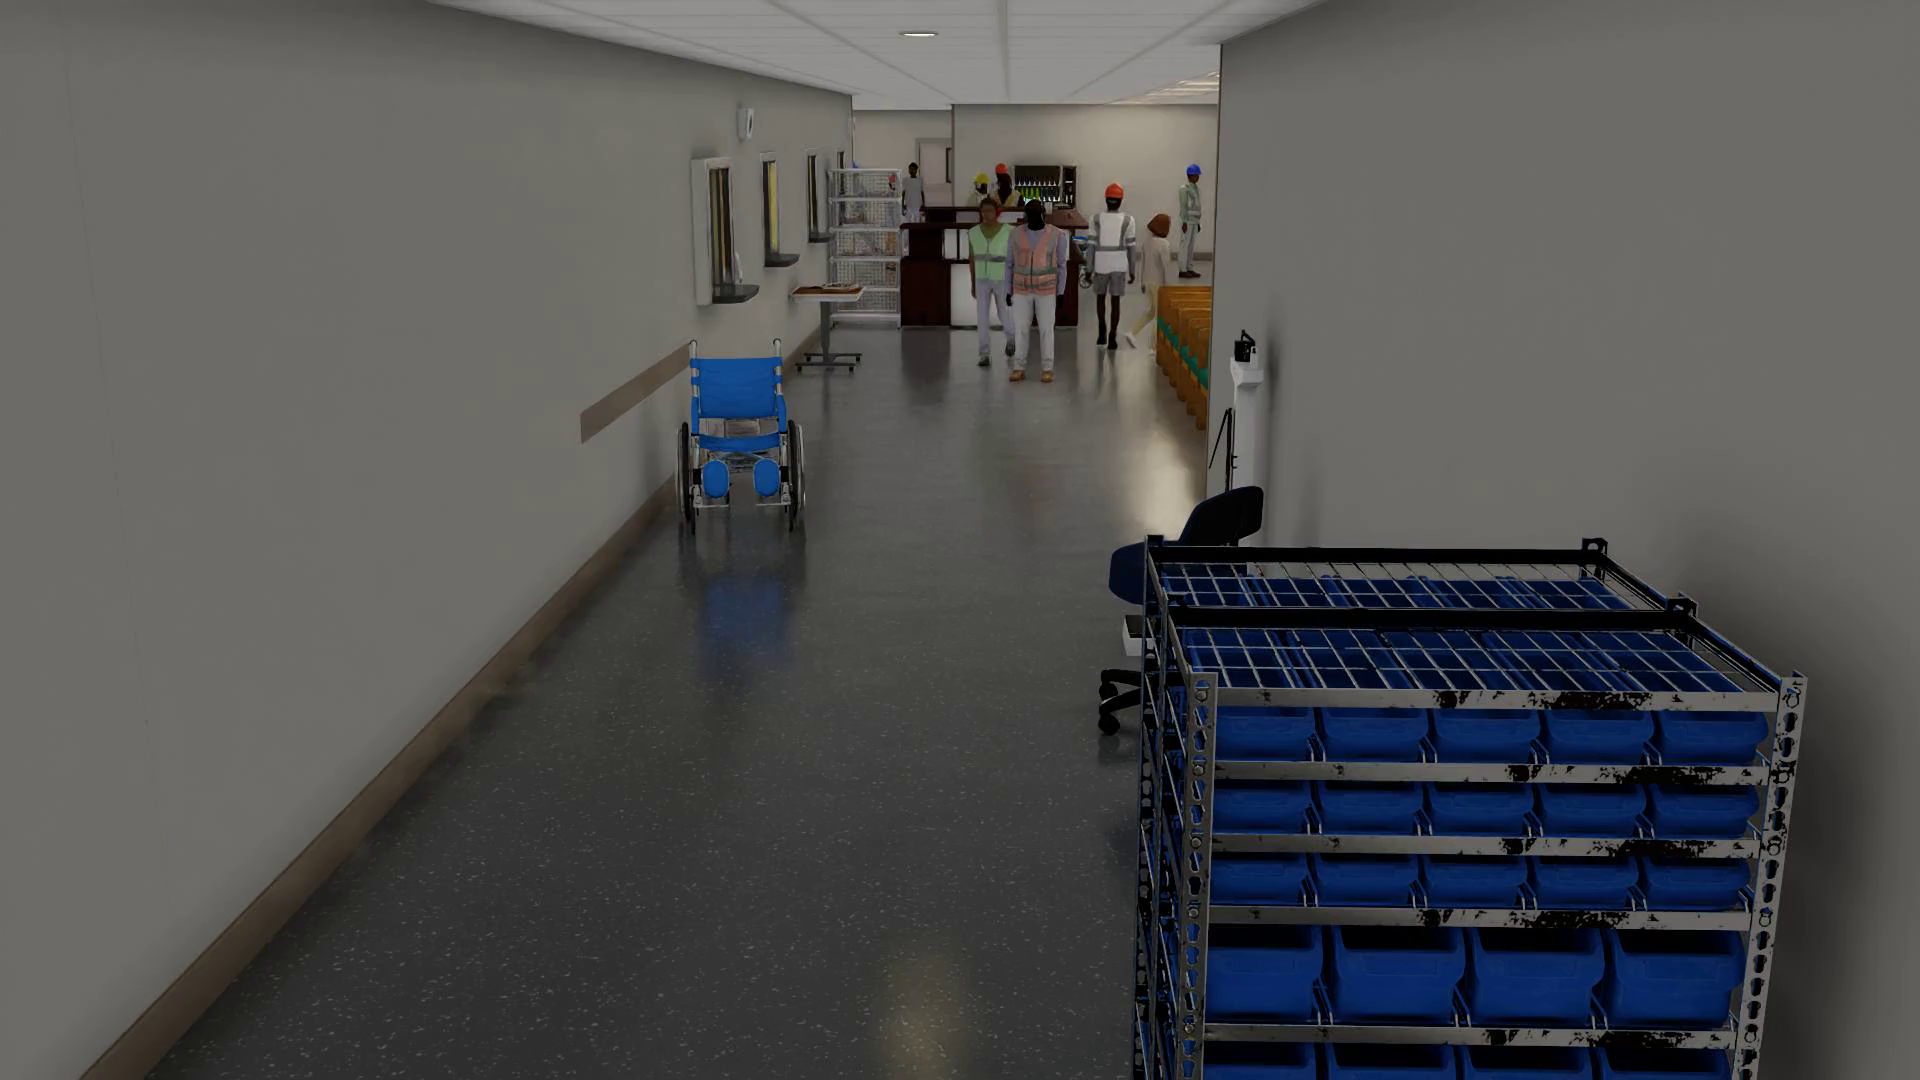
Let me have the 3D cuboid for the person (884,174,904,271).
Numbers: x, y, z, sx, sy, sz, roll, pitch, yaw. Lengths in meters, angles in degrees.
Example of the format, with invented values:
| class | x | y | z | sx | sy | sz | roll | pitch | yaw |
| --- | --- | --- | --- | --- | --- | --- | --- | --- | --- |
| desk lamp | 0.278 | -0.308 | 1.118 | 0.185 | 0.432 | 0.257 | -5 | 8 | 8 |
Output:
| class | x | y | z | sx | sy | sz | roll | pitch | yaw |
| --- | --- | --- | --- | --- | --- | --- | --- | --- | --- |
| person | -1.188 | -5.756 | 30.185 | 0.342 | 1.747 | 0.572 | -4 | 15 | -18 |

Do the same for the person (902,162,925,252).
| class | x | y | z | sx | sy | sz | roll | pitch | yaw |
| --- | --- | --- | --- | --- | --- | --- | --- | --- | --- |
| person | -0.978 | -6.974 | 34.900 | 0.520 | 1.865 | 0.332 | -1 | 14 | -6 |

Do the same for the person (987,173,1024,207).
| class | x | y | z | sx | sy | sz | roll | pitch | yaw |
| --- | --- | --- | --- | --- | --- | --- | --- | --- | --- |
| person | 0.727 | -5.057 | 27.195 | 0.618 | 1.836 | 0.430 | 3 | 14 | 11 |

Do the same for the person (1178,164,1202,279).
| class | x | y | z | sx | sy | sz | roll | pitch | yaw |
| --- | --- | --- | --- | --- | --- | --- | --- | --- | --- |
| person | 3.988 | -5.511 | 28.782 | 0.389 | 1.949 | 0.604 | 9 | 16 | 32 |

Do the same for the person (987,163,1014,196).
| class | x | y | z | sx | sy | sz | roll | pitch | yaw |
| --- | --- | --- | --- | --- | --- | --- | --- | --- | --- |
| person | 0.741 | -5.817 | 30.046 | 0.543 | 1.939 | 0.360 | -6 | 15 | -23 |

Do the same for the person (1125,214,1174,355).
| class | x | y | z | sx | sy | sz | roll | pitch | yaw |
| --- | --- | --- | --- | --- | --- | --- | --- | --- | --- |
| person | 2.182 | -2.868 | 18.773 | 0.421 | 1.612 | 0.517 | -6 | 15 | -24 |

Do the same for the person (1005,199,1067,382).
| class | x | y | z | sx | sy | sz | roll | pitch | yaw |
| --- | --- | --- | --- | --- | --- | --- | --- | --- | --- |
| person | 0.757 | -2.518 | 16.860 | 0.633 | 1.841 | 0.429 | 3 | 14 | 13 |

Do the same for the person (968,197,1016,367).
| class | x | y | z | sx | sy | sz | roll | pitch | yaw |
| --- | --- | --- | --- | --- | --- | --- | --- | --- | --- |
| person | 0.382 | -2.842 | 18.221 | 0.582 | 1.818 | 0.809 | 4 | 15 | 17 |

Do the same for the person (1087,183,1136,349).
| class | x | y | z | sx | sy | sz | roll | pitch | yaw |
| --- | --- | --- | --- | --- | --- | --- | --- | --- | --- |
| person | 1.783 | -3.206 | 19.490 | 0.564 | 1.915 | 0.511 | 2 | 14 | 10 |
